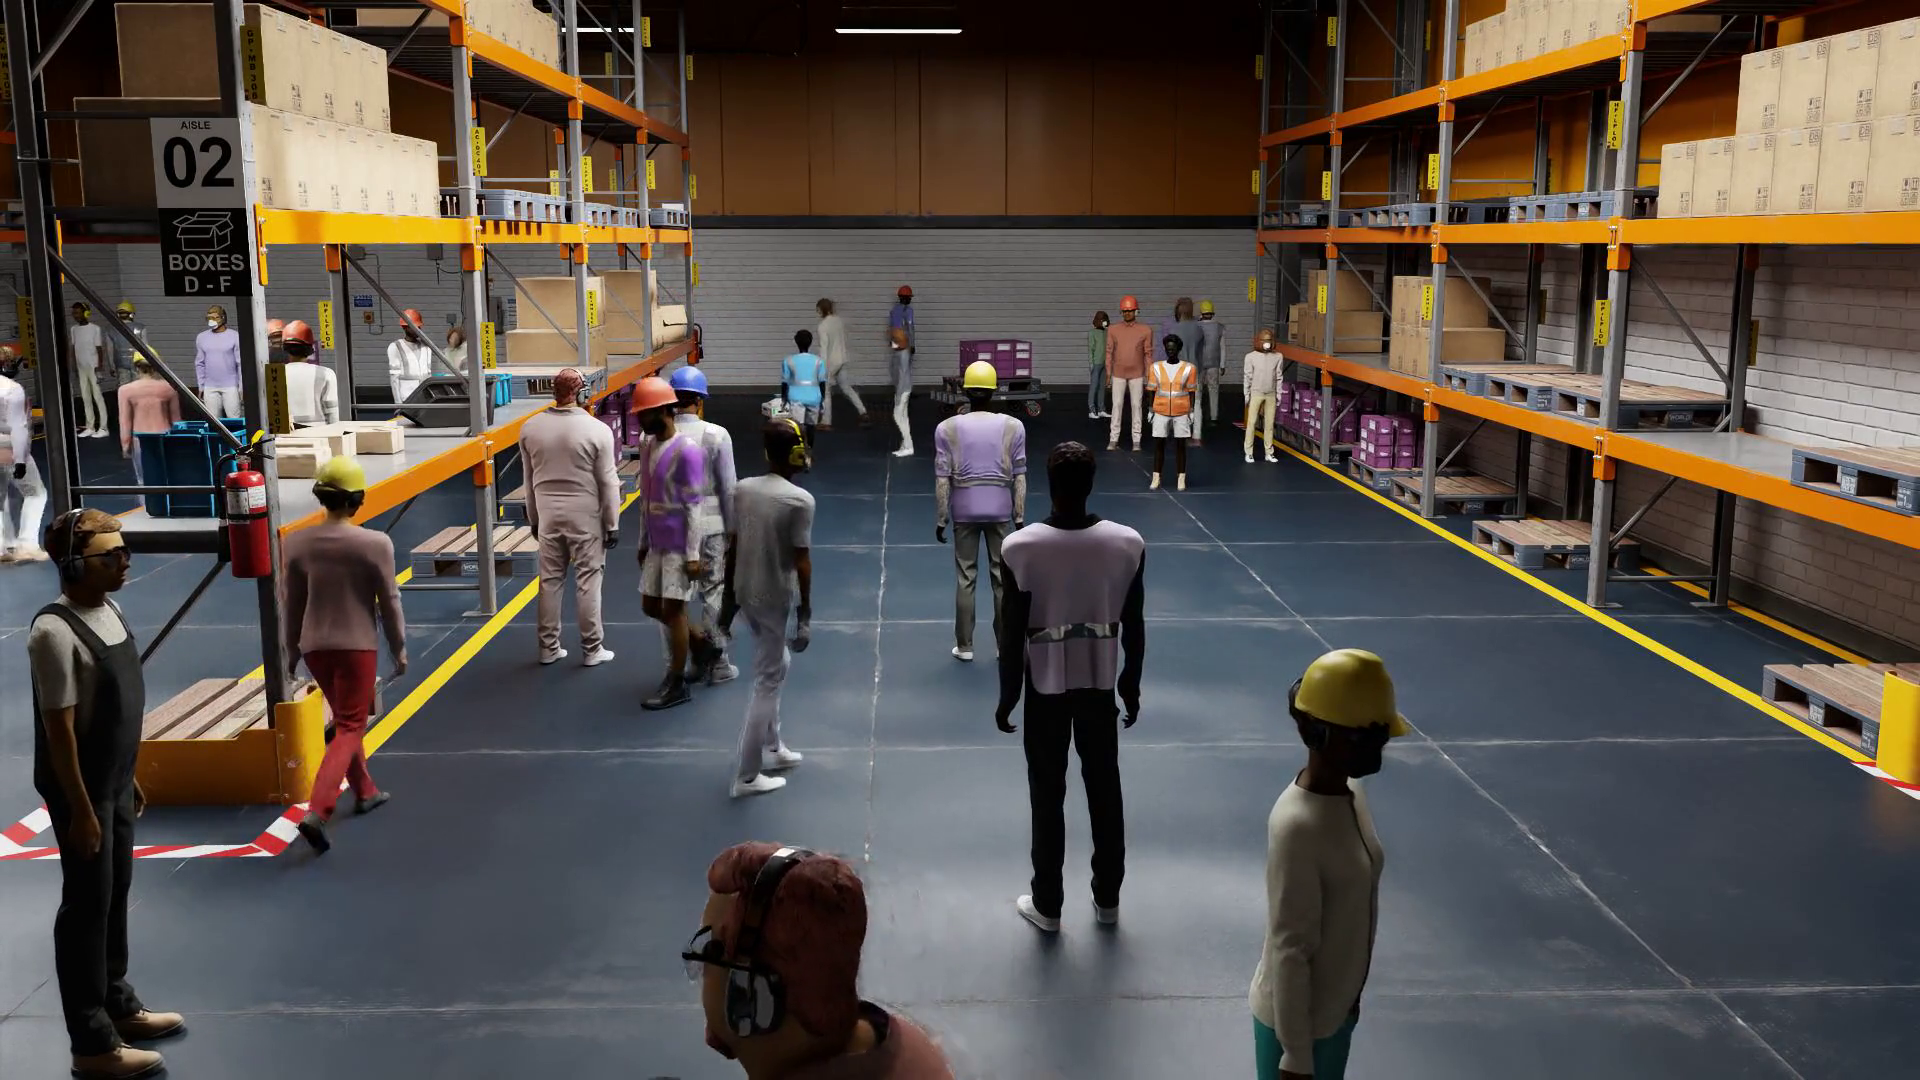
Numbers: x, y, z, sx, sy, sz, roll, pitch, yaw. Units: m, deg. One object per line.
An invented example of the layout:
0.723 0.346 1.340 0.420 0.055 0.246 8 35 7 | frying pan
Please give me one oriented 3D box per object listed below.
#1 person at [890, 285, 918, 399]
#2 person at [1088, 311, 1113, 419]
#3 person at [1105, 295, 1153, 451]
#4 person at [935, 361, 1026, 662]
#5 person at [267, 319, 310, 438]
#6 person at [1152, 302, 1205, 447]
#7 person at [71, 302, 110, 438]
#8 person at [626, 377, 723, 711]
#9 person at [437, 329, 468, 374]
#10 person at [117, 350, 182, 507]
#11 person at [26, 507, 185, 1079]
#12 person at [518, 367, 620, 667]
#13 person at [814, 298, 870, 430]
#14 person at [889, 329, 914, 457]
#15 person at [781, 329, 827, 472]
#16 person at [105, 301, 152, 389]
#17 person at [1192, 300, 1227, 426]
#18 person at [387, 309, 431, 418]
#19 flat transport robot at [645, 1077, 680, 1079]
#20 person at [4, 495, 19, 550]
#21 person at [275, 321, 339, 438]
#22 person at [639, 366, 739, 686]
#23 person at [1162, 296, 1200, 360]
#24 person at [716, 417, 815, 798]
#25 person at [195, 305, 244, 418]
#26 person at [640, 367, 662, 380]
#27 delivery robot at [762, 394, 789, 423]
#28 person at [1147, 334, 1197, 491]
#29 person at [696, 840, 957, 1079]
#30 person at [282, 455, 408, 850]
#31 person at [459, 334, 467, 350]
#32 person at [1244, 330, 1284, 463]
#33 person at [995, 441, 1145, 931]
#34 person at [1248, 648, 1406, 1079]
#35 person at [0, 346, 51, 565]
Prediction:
-0.954 -3.392 28.541 0.376 1.933 0.551 -9 14 -42 | person
2.140 -2.670 25.357 0.507 1.633 0.277 -10 14 -44 | person
2.165 -2.135 21.365 0.613 1.995 0.391 2 10 13 | person
0.130 -0.175 10.633 0.585 1.929 0.377 -1 10 -3 | person
-6.673 -1.207 16.422 0.657 1.928 0.987 -1 10 -5 | person
2.923 -2.194 21.996 0.652 1.883 1.040 -5 11 -25 | person
-11.968 -2.331 22.838 0.534 1.862 0.325 3 11 17 | person
-1.647 0.006 9.654 0.569 1.917 0.559 -9 14 -41 | person
-6.364 -1.857 20.943 0.523 1.579 0.873 1 10 7 | person
-7.473 -0.919 15.393 0.538 1.715 0.934 -7 12 -33 | person
-2.782 0.808 5.389 0.351 1.847 0.507 -1 10 -8 | person
-2.442 -0.139 10.532 0.645 1.900 0.403 2 10 13 | person
-1.702 -2.498 23.684 0.790 1.900 0.661 6 12 28 | person
-0.727 -1.851 20.886 0.330 1.616 0.538 -1 10 -3 | person
-1.823 -1.634 19.501 0.537 1.668 0.817 -2 10 -13 | person
-11.987 -2.528 24.042 0.589 1.822 0.403 -2 10 -13 | person
3.581 -2.572 24.241 0.600 1.836 0.404 0 10 1 | person
-6.085 -1.601 18.552 0.374 1.939 0.545 7 12 34 | person
-0.851 1.809 4.202 0.652 0.197 1.431 3 11 17 | flat transport robot
-8.512 -0.855 14.424 0.585 1.929 0.371 -3 11 -16 | person
-5.345 -0.759 13.565 0.605 2.045 0.377 -2 10 -13 | person
-1.624 -0.075 10.051 0.603 1.938 0.401 2 10 10 | person
3.317 -2.715 24.942 0.655 1.878 0.816 -4 11 -20 | person
-0.911 0.319 8.176 0.535 1.826 0.705 8 13 37 | person
-8.704 -1.794 19.627 0.632 1.940 0.372 1 10 4 | person
-4.434 -2.680 24.406 0.915 2.005 0.661 0 10 -1 | person
-2.534 -1.795 23.224 0.477 0.478 0.707 -4 11 -19 | delivery robot
2.281 -1.371 17.940 0.540 1.695 0.317 2 10 13 | person
-0.227 1.337 2.307 0.416 1.893 0.665 3 11 19 | person
-2.812 0.493 7.475 0.533 1.731 0.847 2 10 9 | person
-6.418 -2.077 22.075 0.534 1.628 0.446 -3 11 -17 | person
3.687 -1.744 20.233 0.495 1.626 0.285 -2 10 -10 | person
0.436 0.575 6.485 0.597 1.916 0.371 -3 10 -14 | person
0.857 1.113 3.920 0.327 1.765 0.528 5 11 26 | person
-7.903 -0.694 13.824 0.646 1.823 0.540 4 11 20 | person
